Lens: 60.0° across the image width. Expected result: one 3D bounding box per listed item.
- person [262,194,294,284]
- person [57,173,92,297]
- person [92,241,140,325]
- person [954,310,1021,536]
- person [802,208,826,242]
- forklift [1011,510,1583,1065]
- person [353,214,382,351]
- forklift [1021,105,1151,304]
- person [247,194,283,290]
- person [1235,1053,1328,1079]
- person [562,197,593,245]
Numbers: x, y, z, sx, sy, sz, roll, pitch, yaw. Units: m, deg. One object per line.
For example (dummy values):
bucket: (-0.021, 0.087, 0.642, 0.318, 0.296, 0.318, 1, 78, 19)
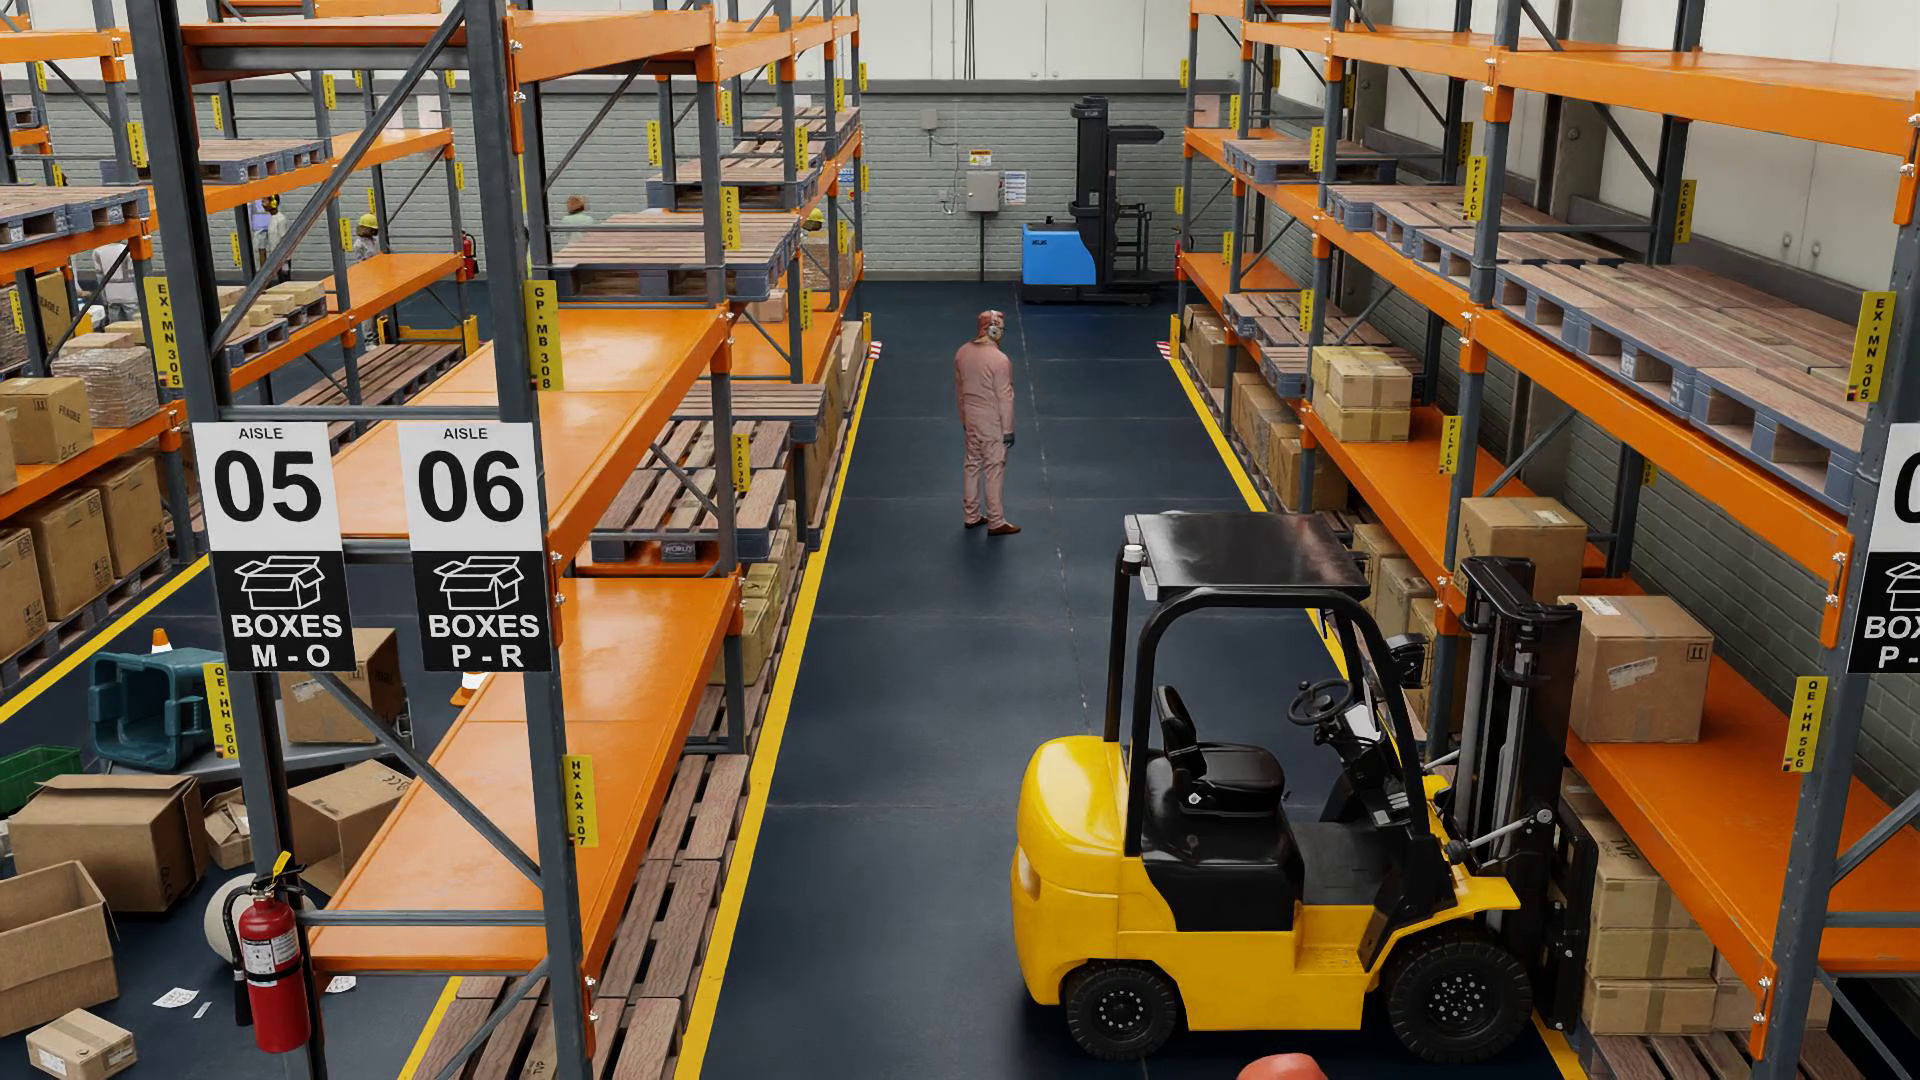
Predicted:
person: (-9.217, -3.801, 22.594, 0.326, 1.861, 0.513, -13, 22, -34)
person: (-13.445, -4.582, 24.979, 0.624, 1.841, 0.430, 17, 25, 41)
person: (-9.869, -2.861, 19.640, 0.543, 1.929, 0.387, 2, 18, 5)
person: (0.246, -0.987, 14.014, 0.407, 1.902, 0.639, -15, 23, -38)
person: (-1.905, -3.473, 21.800, 0.324, 1.730, 0.491, -1, 18, -2)
forklift: (1.387, 1.055, 7.378, 2.313, 2.155, 1.214, 0, 18, 0)
person: (-7.480, -3.282, 21.206, 0.305, 1.739, 0.484, 4, 19, 11)
forklift: (1.857, -4.944, 24.441, 1.873, 2.768, 1.129, 0, 18, 0)
person: (-10.701, -4.834, 25.585, 0.550, 1.935, 0.376, -13, 22, -34)
person: (0.751, 2.185, 4.195, 0.388, 2.045, 0.605, -8, 20, -23)
person: (-5.469, -4.155, 24.062, 0.593, 1.607, 0.337, 6, 19, 18)
